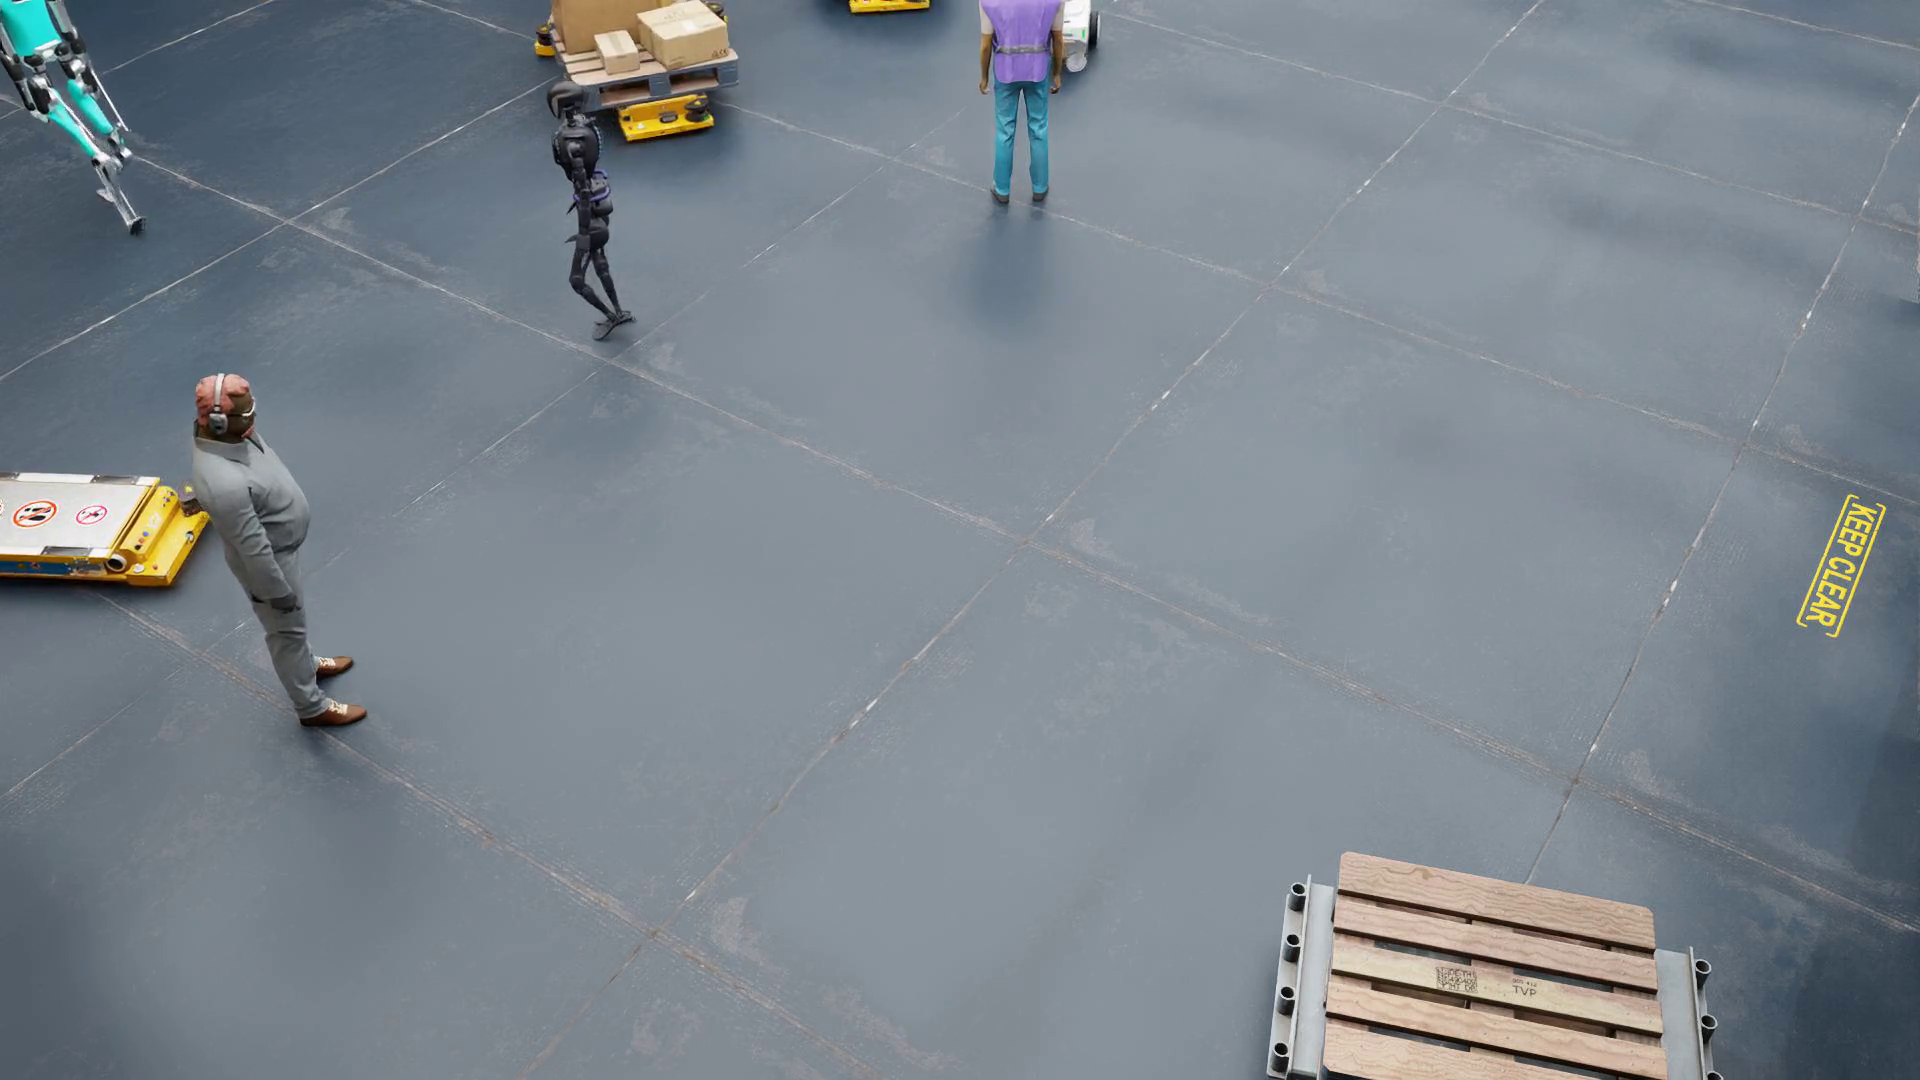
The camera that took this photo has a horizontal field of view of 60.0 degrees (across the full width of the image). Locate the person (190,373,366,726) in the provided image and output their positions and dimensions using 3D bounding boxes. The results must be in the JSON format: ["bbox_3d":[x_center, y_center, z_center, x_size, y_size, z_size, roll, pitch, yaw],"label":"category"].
[{"bbox_3d":[-3.094,0.052,7.500,0.406,1.901,0.636,-15,44,-16],"label":"person"}]

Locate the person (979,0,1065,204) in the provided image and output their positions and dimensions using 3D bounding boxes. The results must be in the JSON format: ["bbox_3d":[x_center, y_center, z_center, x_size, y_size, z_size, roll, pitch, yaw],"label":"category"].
[{"bbox_3d":[0.403,-3.086,11.056,0.562,1.837,0.391,-3,42,-3],"label":"person"}]

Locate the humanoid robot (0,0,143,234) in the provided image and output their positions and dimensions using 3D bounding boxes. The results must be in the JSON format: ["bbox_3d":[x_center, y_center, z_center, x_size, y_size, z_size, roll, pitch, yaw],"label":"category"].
[{"bbox_3d":[-5.768,-2.853,10.924,0.833,1.845,0.557,28,49,28],"label":"humanoid robot"}]

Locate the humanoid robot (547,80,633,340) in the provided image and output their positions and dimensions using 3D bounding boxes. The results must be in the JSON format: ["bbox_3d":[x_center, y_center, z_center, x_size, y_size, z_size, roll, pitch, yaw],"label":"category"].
[{"bbox_3d":[-2.224,-1.973,9.930,0.361,1.645,0.591,-9,43,-10],"label":"humanoid robot"}]

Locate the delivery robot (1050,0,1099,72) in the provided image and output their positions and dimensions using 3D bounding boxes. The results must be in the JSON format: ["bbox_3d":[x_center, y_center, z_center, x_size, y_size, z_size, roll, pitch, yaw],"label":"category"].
[{"bbox_3d":[0.833,-4.066,13.125,0.519,0.609,0.780,4,42,4],"label":"delivery robot"}]

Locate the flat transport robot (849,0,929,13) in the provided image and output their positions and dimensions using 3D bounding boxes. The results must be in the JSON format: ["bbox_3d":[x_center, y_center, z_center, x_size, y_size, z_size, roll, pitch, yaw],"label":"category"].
[{"bbox_3d":[-0.678,-4.916,14.280,0.659,0.231,1.431,-6,42,-6],"label":"flat transport robot"}]

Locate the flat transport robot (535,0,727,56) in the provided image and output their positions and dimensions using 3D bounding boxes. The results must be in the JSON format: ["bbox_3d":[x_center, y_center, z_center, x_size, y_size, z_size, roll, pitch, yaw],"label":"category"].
[{"bbox_3d":[-2.640,-4.108,13.377,1.431,0.231,0.659,2,42,2],"label":"flat transport robot"}]

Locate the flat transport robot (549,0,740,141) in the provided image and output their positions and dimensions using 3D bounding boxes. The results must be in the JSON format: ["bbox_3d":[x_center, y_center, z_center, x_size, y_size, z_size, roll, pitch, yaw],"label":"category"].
[{"bbox_3d":[-2.385,-3.480,12.674,0.659,0.231,1.431,-15,44,-16],"label":"flat transport robot"}]

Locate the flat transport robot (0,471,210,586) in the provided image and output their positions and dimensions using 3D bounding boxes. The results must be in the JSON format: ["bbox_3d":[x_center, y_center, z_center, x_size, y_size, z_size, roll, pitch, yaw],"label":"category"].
[{"bbox_3d":[-4.797,-0.060,8.847,1.431,0.231,0.659,2,42,2],"label":"flat transport robot"}]
